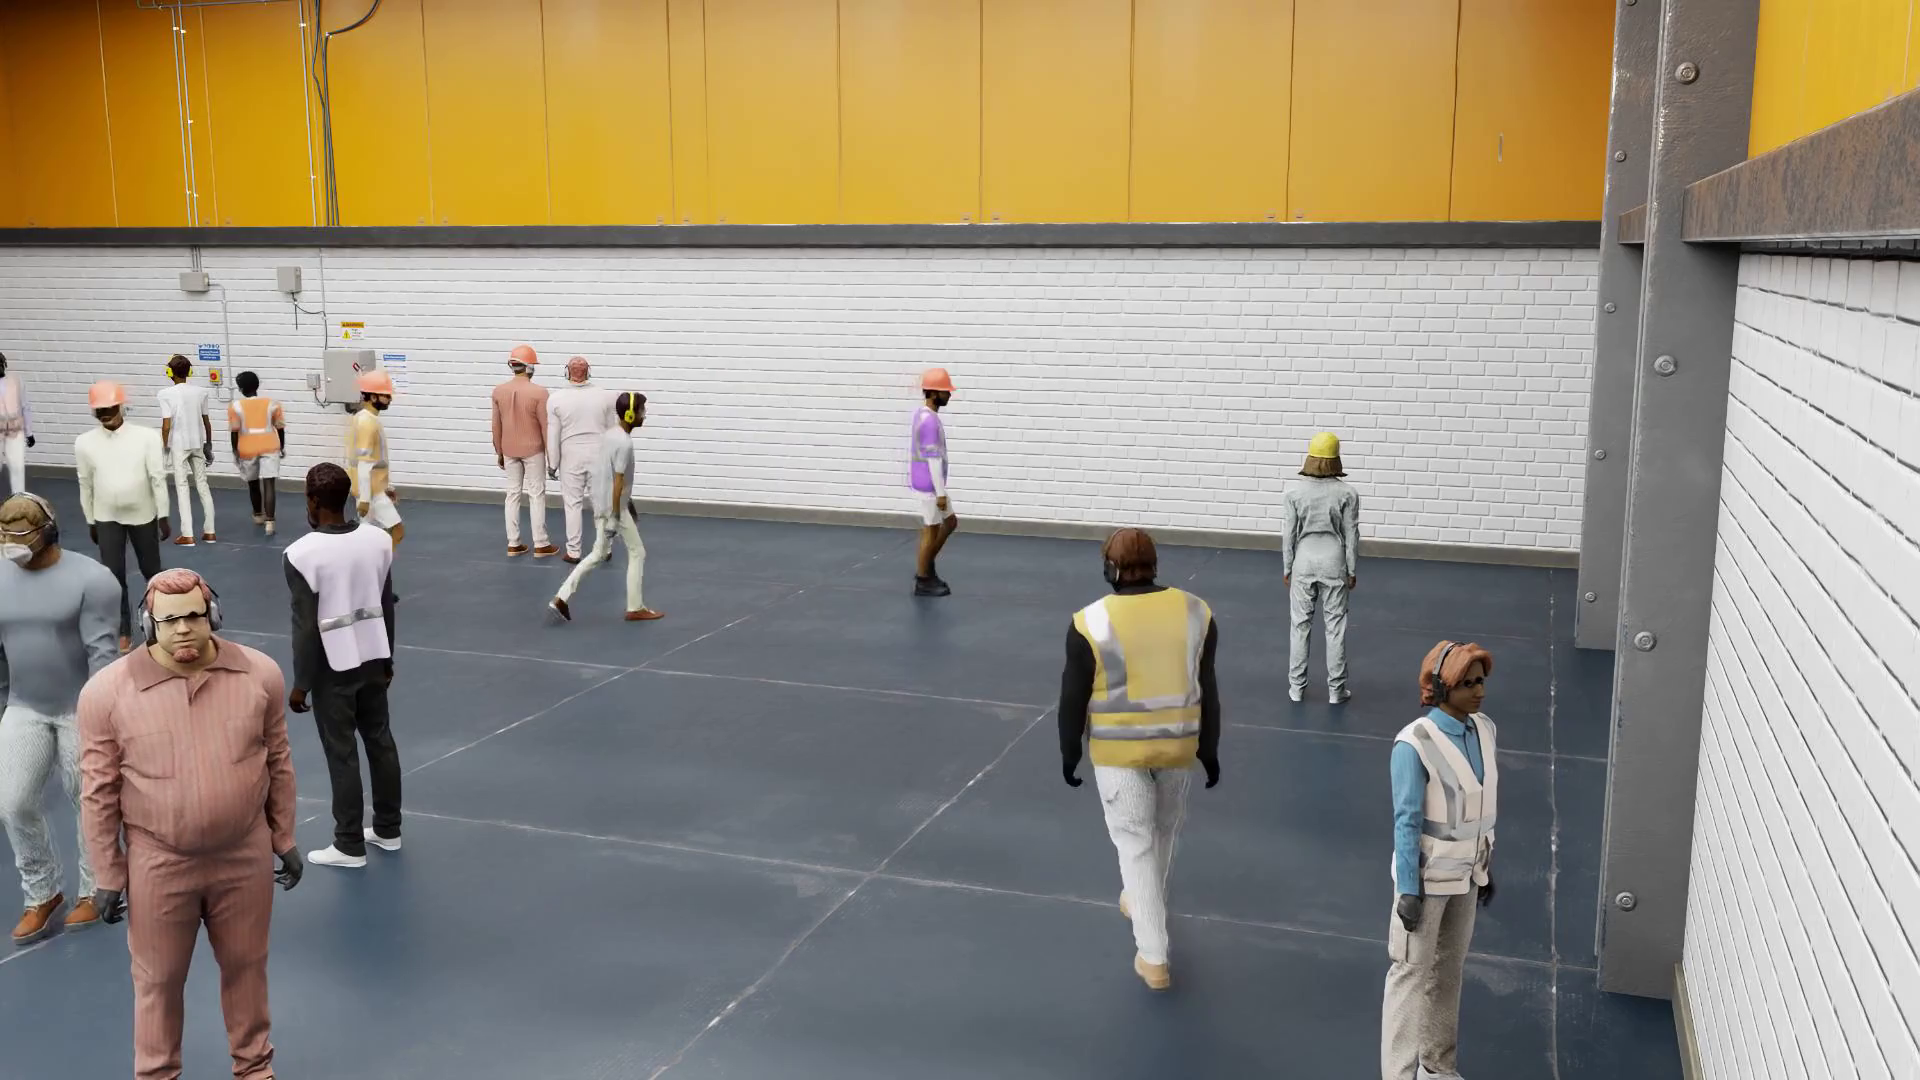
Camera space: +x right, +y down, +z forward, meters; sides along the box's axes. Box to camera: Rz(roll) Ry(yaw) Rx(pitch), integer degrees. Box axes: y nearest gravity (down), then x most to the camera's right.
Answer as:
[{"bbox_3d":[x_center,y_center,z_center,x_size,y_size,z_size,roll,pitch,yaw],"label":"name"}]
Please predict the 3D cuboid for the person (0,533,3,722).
[{"bbox_3d":[-5.012,0.454,8.363,0.610,2.013,0.983,3,11,18],"label":"person"}]

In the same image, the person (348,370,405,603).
[{"bbox_3d":[-4.752,-0.419,13.524,0.491,1.914,0.560,-5,11,-25],"label":"person"}]

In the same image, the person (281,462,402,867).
[{"bbox_3d":[-2.894,0.590,7.841,0.396,1.919,0.590,5,11,27],"label":"person"}]

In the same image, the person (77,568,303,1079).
[{"bbox_3d":[-2.473,1.027,5.413,0.650,1.906,0.401,-7,13,-36],"label":"person"}]

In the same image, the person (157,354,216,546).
[{"bbox_3d":[-7.548,-0.869,16.225,0.309,1.859,0.535,8,13,37],"label":"person"}]

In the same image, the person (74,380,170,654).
[{"bbox_3d":[-6.082,-0.199,12.157,0.609,1.967,0.833,-3,11,-16],"label":"person"}]

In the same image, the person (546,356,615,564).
[{"bbox_3d":[-3.489,-0.737,15.347,0.637,1.911,0.403,-5,11,-24],"label":"person"}]

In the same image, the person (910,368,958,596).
[{"bbox_3d":[-0.200,-0.471,13.814,0.443,1.916,0.566,-1,10,-4],"label":"person"}]

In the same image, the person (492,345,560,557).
[{"bbox_3d":[-4.079,-0.831,15.639,0.623,1.989,0.400,3,11,16],"label":"person"}]

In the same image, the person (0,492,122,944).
[{"bbox_3d":[-3.814,0.749,6.979,0.626,1.915,0.610,0,10,-2],"label":"person"}]

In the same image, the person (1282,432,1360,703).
[{"bbox_3d":[2.307,0.178,10.655,0.484,1.745,0.297,3,11,18],"label":"person"}]

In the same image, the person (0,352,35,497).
[{"bbox_3d":[-10.465,-1.175,18.082,0.678,1.815,0.659,9,13,40],"label":"person"}]

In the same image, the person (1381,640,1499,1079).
[{"bbox_3d":[1.606,1.137,5.550,0.511,1.640,0.308,-9,13,-41],"label":"person"}]

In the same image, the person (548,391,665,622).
[{"bbox_3d":[-2.752,-0.235,12.805,0.841,1.821,0.522,-6,12,-30],"label":"person"}]

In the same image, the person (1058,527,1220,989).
[{"bbox_3d":[0.687,0.836,6.780,0.637,1.801,0.878,-3,10,-16],"label":"person"}]

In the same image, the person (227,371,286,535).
[{"bbox_3d":[-7.158,-0.900,16.972,0.542,1.634,0.897,-5,11,-24],"label":"person"}]
